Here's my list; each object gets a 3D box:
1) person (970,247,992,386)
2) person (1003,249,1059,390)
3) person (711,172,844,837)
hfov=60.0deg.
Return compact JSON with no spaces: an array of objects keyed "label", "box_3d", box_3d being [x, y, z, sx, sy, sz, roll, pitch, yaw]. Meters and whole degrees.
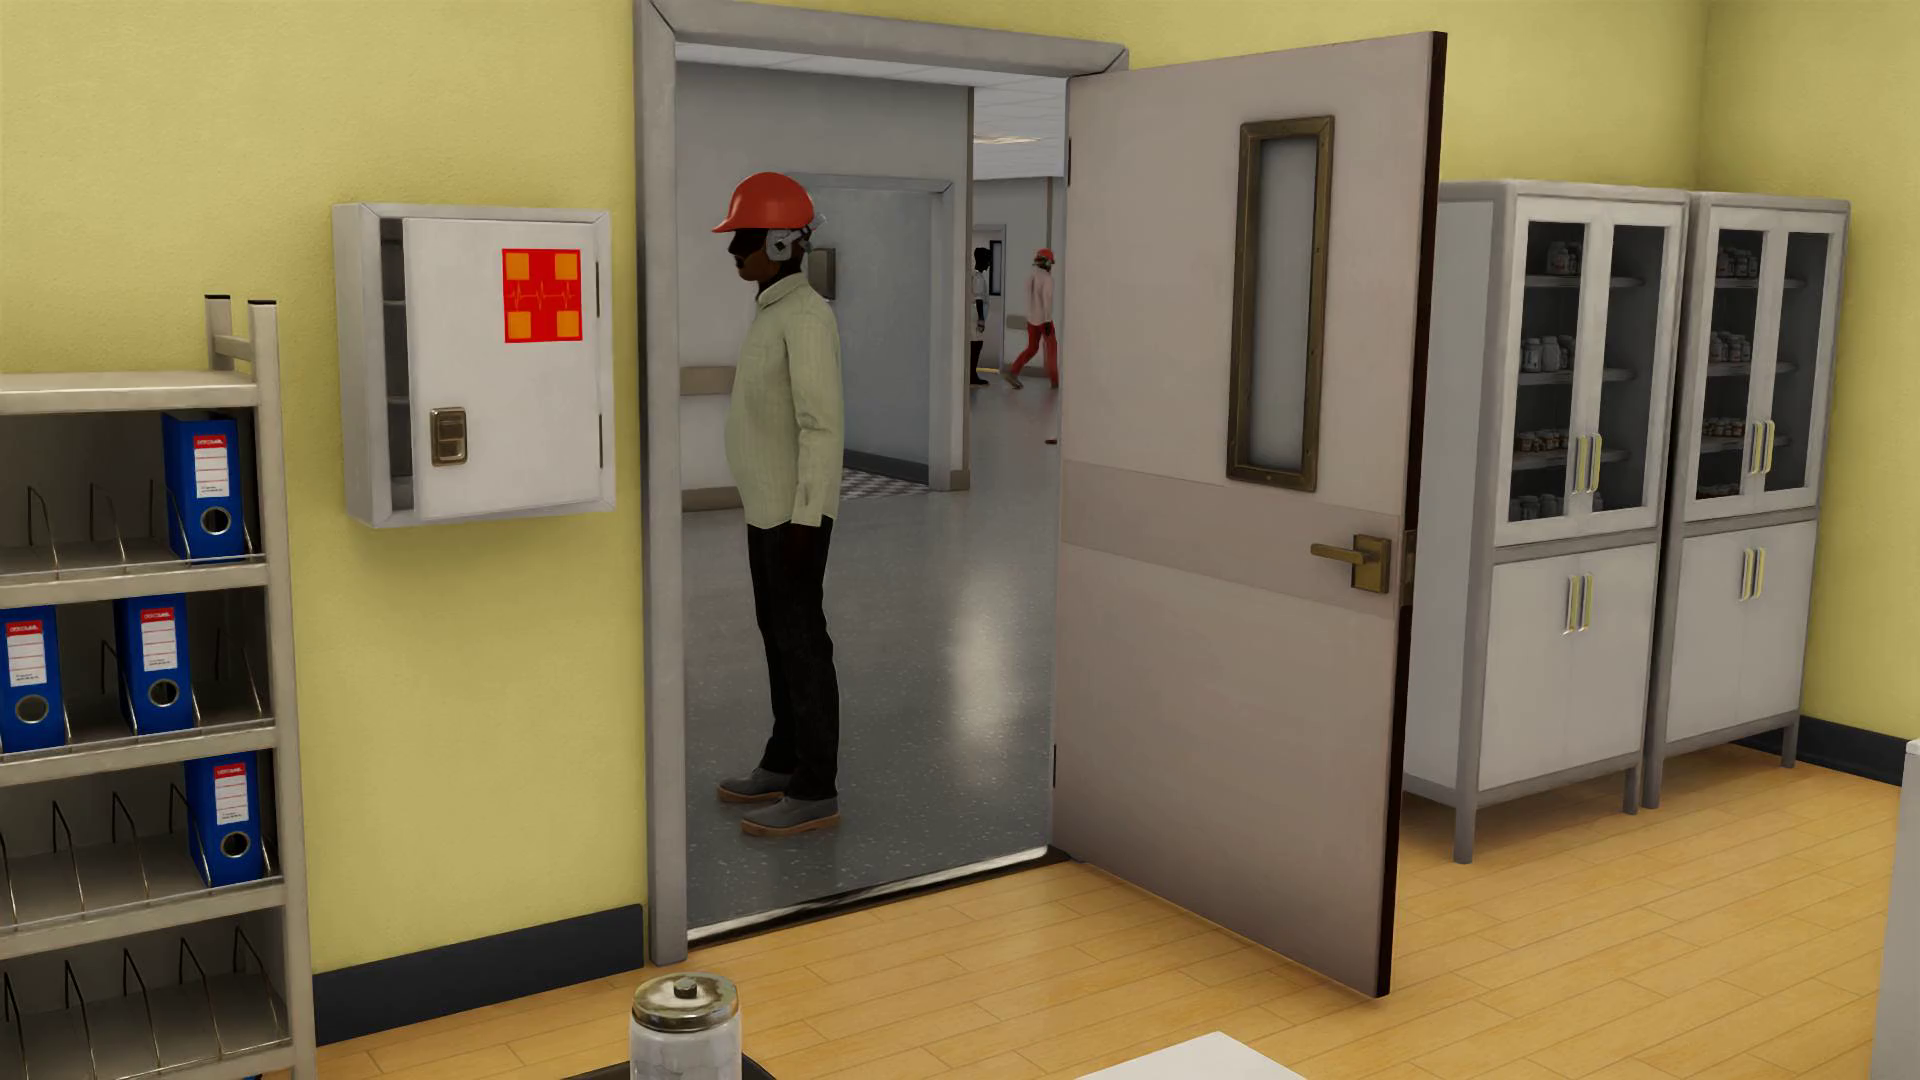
[{"label":"person","box_3d":[0.249,-3.137,23.398,0.386,1.952,0.614,-1,10,-11]},{"label":"person","box_3d":[1.027,-3.027,22.849,0.870,1.950,0.633,-4,11,-29]},{"label":"person","box_3d":[-0.552,-0.104,5.071,0.391,1.992,0.623,-2,10,-19]}]
